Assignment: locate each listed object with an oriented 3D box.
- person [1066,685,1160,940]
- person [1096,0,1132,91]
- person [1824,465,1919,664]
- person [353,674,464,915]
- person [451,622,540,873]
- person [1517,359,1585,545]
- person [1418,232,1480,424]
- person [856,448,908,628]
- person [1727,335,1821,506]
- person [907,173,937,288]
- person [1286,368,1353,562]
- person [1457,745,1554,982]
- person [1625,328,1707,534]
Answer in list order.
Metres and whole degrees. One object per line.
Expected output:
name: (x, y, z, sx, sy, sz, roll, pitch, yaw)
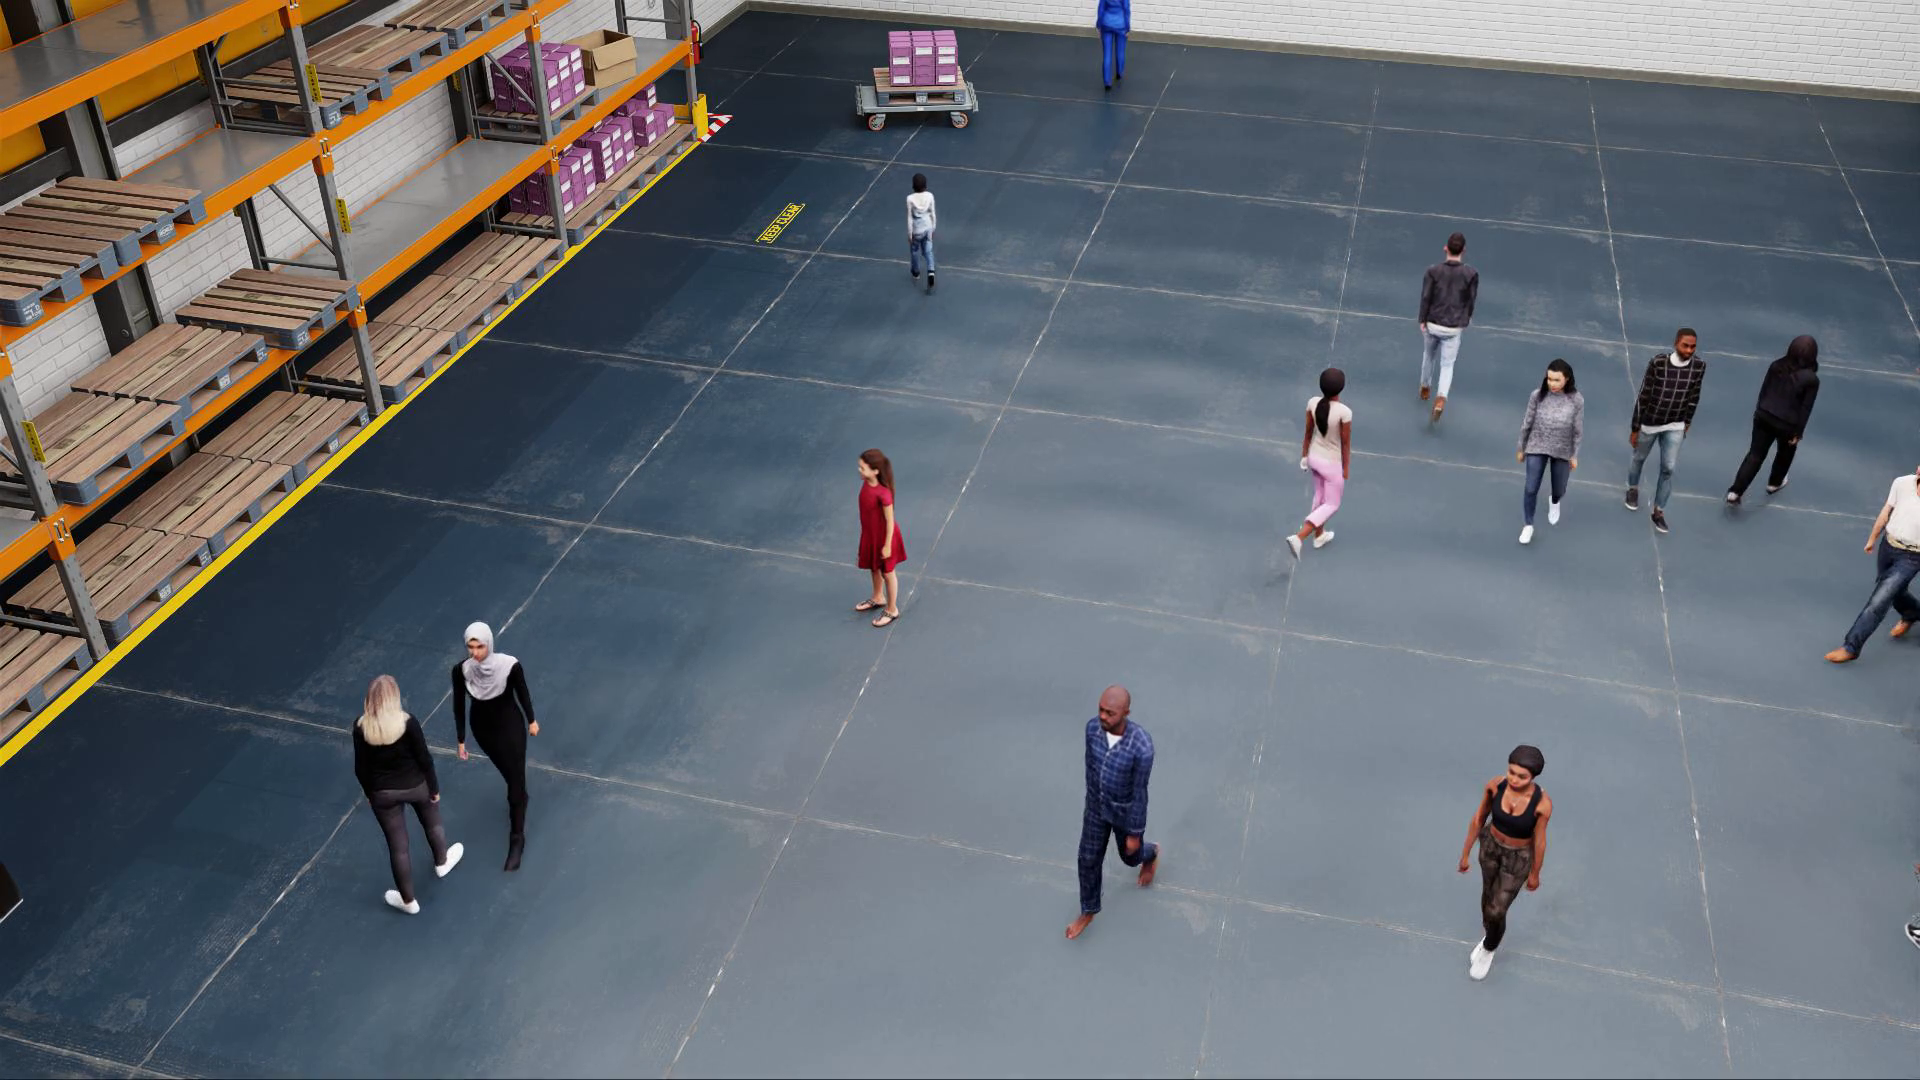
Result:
person: (1.012, 1.605, 10.261, 0.882, 1.788, 1.188, 20, 38, 27)
person: (2.174, -7.245, 23.679, 0.692, 1.674, 0.966, 6, 34, 10)
person: (7.170, 0.093, 12.508, 1.198, 1.819, 1.243, -11, 35, -16)
person: (-3.499, 1.608, 10.368, 0.819, 1.665, 0.907, -9, 35, -14)
person: (-3.009, 1.204, 10.909, 0.822, 1.740, 1.150, 0, 34, 0)
person: (4.955, -0.777, 13.912, 0.742, 1.714, 0.861, 12, 35, 17)
person: (4.566, -1.980, 15.638, 0.661, 1.806, 1.086, 9, 35, 13)
person: (-0.623, -0.056, 12.973, 0.747, 1.552, 0.687, -19, 38, -26)
person: (7.013, -0.975, 14.333, 1.204, 1.577, 1.057, -26, 41, -33)
person: (-0.419, -3.393, 18.272, 0.741, 1.245, 0.877, -10, 35, -15)
person: (2.946, -0.582, 13.611, 1.038, 1.723, 0.896, -26, 41, -33)
person: (3.308, 1.859, 9.969, 0.734, 1.689, 0.778, 29, 43, 36)
person: (5.979, -1.052, 14.256, 0.709, 1.791, 0.962, 7, 34, 10)
